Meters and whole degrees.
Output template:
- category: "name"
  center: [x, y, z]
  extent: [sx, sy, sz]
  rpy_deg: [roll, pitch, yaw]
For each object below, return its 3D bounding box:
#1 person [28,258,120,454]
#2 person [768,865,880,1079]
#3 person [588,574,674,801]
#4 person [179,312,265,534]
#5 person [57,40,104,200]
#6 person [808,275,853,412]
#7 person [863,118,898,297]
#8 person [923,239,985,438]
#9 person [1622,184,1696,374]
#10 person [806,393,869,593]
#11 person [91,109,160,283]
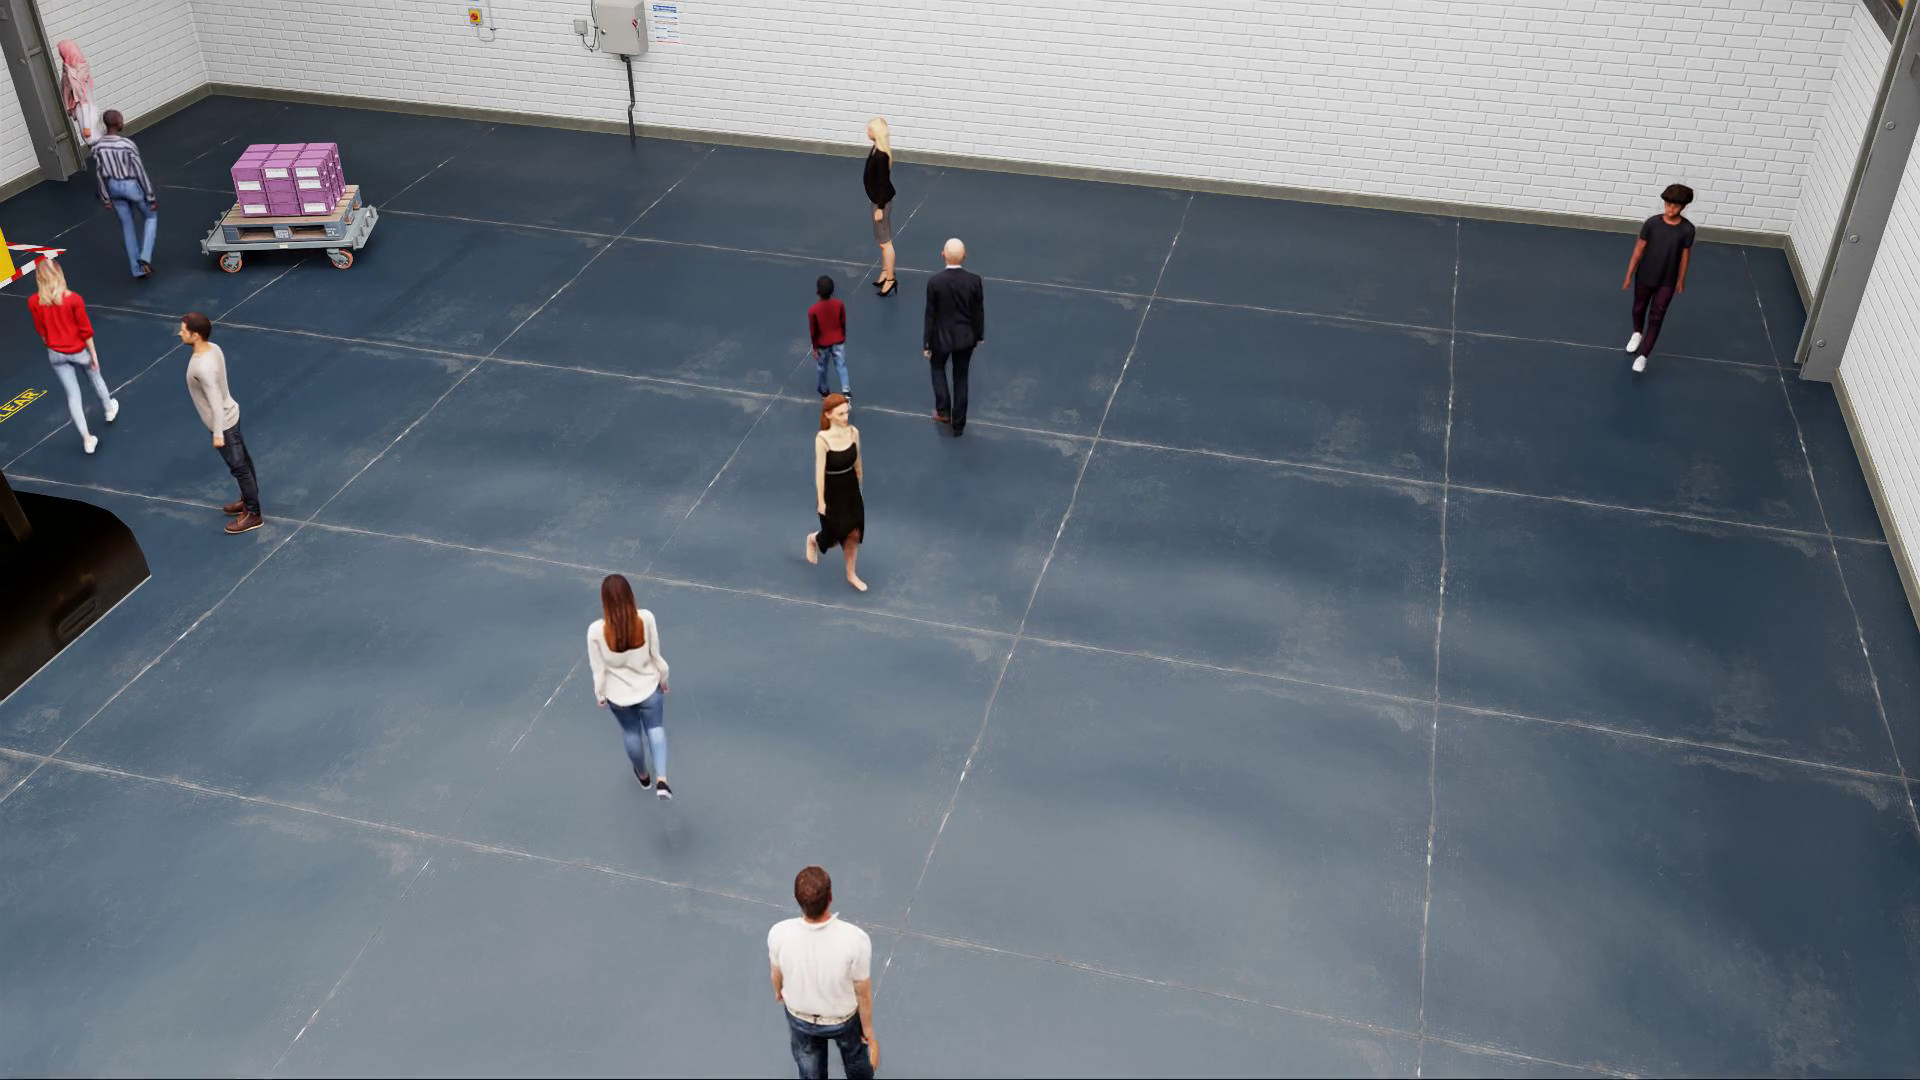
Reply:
- category: "person"
  center: [-7.553, -1.522, 14.098]
  extent: [0.938, 1.666, 1.119]
  rpy_deg: [-9, 35, -13]
- category: "person"
  center: [-0.689, 2.384, 8.076]
  extent: [0.751, 1.828, 1.037]
  rpy_deg: [6, 34, 8]
- category: "person"
  center: [-2.005, 0.976, 10.332]
  extent: [0.869, 1.676, 0.977]
  rpy_deg: [-10, 35, -15]
- category: "person"
  center: [-5.777, -0.936, 13.035]
  extent: [0.807, 1.868, 0.708]
  rpy_deg: [-11, 35, -16]
- category: "person"
  center: [-9.880, -4.771, 18.862]
  extent: [0.790, 1.803, 0.682]
  rpy_deg: [-7, 34, -11]
- category: "person"
  center: [-1.138, -1.753, 14.830]
  extent: [0.754, 1.241, 0.888]
  rpy_deg: [-11, 35, -16]
- category: "person"
  center: [-0.785, -3.343, 16.678]
  extent: [0.744, 1.843, 0.624]
  rpy_deg: [-6, 34, -9]
- category: "person"
  center: [-0.048, -1.683, 14.234]
  extent: [0.822, 1.786, 0.823]
  rpy_deg: [-5, 34, -8]
- category: "person"
  center: [6.499, -2.483, 15.479]
  extent: [0.858, 1.739, 1.173]
  rpy_deg: [18, 38, 25]
- category: "person"
  center: [-0.953, -0.378, 12.429]
  extent: [0.884, 1.610, 0.909]
  rpy_deg: [-23, 40, -31]
- category: "person"
  center: [-8.454, -3.447, 16.896]
  extent: [0.814, 1.776, 0.784]
  rpy_deg: [-5, 34, -8]
